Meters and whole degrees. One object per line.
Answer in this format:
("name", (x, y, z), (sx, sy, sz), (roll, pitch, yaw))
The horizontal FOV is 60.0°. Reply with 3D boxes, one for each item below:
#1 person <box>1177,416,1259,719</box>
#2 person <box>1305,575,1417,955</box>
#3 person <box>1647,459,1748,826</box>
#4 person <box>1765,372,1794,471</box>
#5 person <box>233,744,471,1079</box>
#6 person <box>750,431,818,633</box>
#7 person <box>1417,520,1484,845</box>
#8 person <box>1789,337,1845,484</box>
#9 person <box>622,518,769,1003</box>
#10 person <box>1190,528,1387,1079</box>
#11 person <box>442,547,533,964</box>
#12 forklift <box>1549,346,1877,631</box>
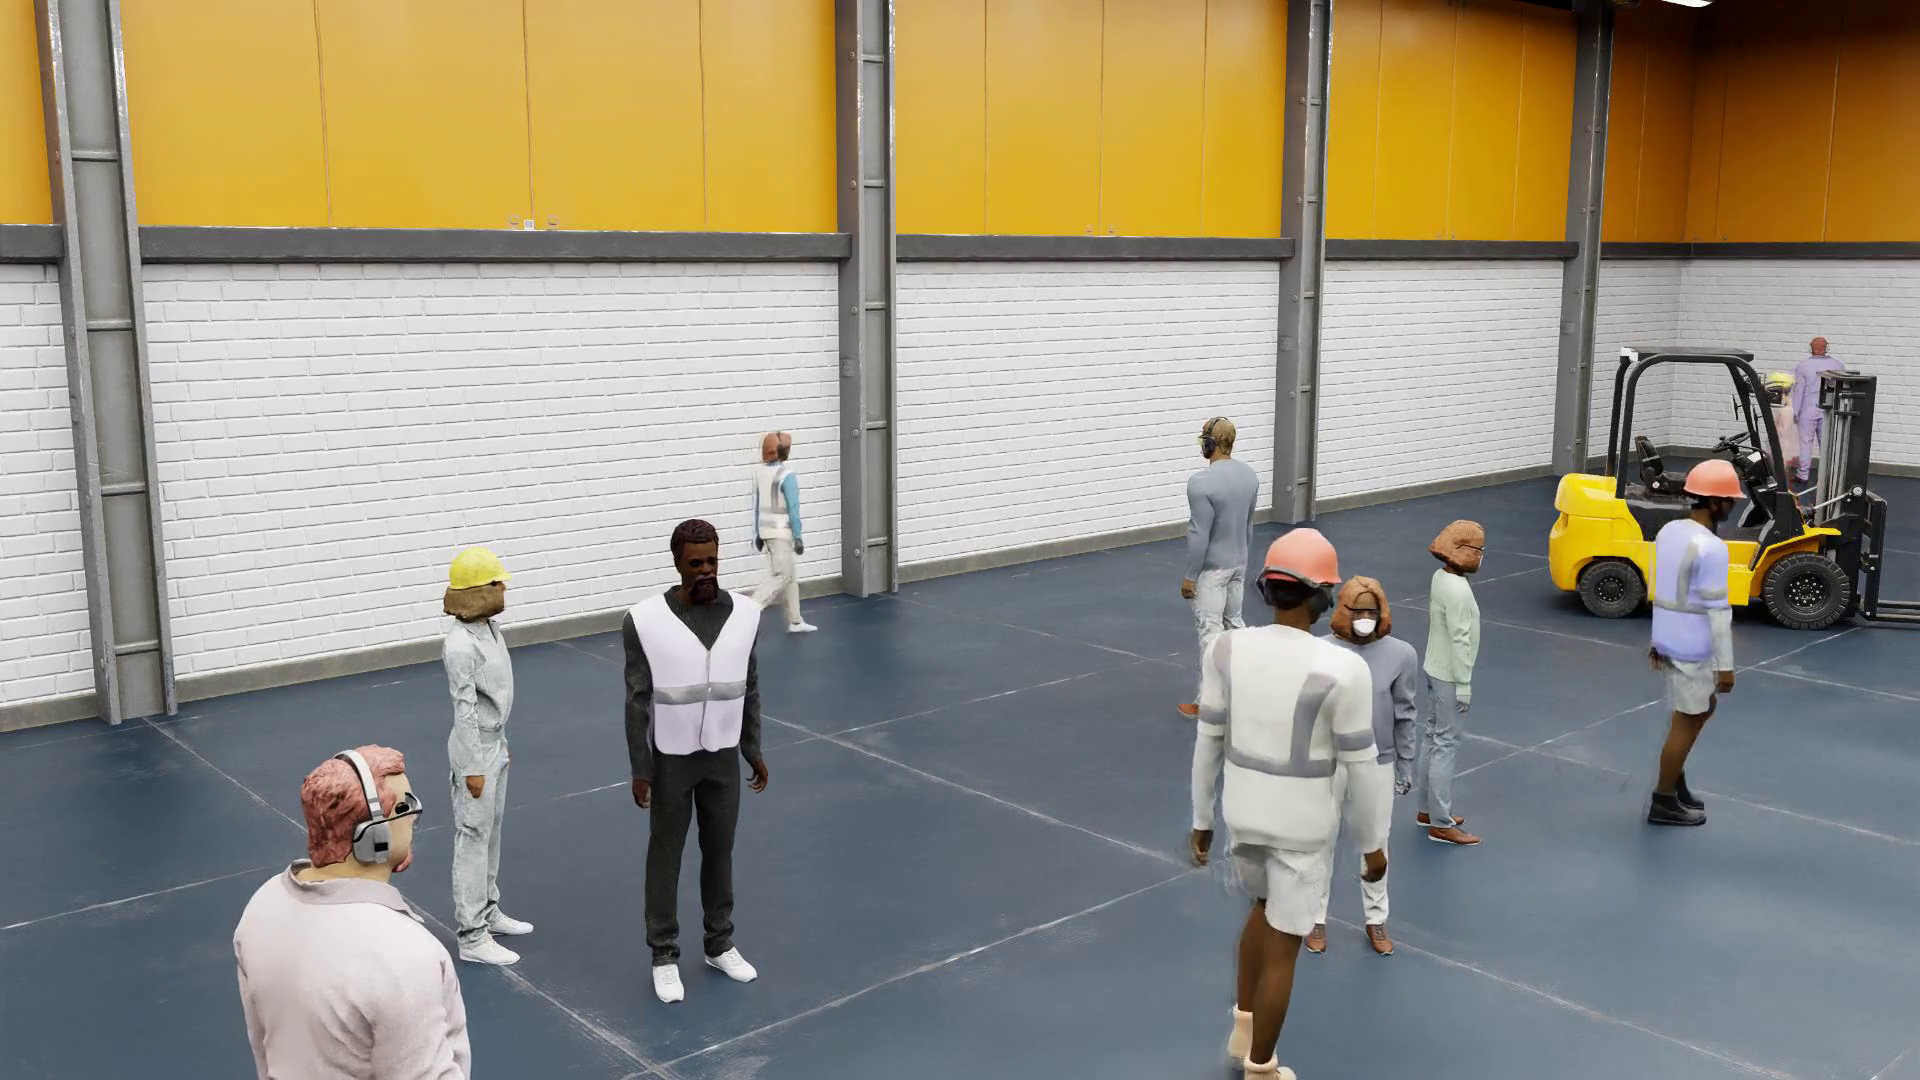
("person", (1.630, 0.182, 10.571), (0.372, 1.940, 0.630), (9, 13, 43))
("person", (1.660, 0.946, 7.016), (0.501, 1.626, 0.278), (1, 10, 4))
("person", (3.805, 0.538, 8.545), (0.511, 1.915, 0.564), (0, 10, -2))
("person", (8.403, -0.852, 17.182), (0.388, 1.747, 0.548), (3, 10, 20))
("person", (-1.266, 1.381, 3.650), (0.648, 1.907, 0.409), (7, 12, 37))
("person", (-1.439, -0.030, 12.767), (0.745, 1.615, 0.520), (-6, 11, -32))
("person", (2.487, 0.705, 8.405), (0.288, 1.633, 0.497), (1, 10, 3))
("person", (11.080, -1.677, 21.568), (0.640, 1.904, 0.401), (0, 10, -1))
("person", (-1.060, 0.858, 6.676), (0.587, 1.918, 0.391), (-6, 12, -33))
("person", (1.135, 0.967, 5.745), (0.623, 2.020, 0.600), (9, 13, 44))
("person", (-1.992, 0.892, 6.983), (0.285, 1.746, 0.491), (0, 10, -3))
("forklift", (6.109, -0.478, 13.691), (2.313, 2.155, 1.214), (3, 10, 16))
